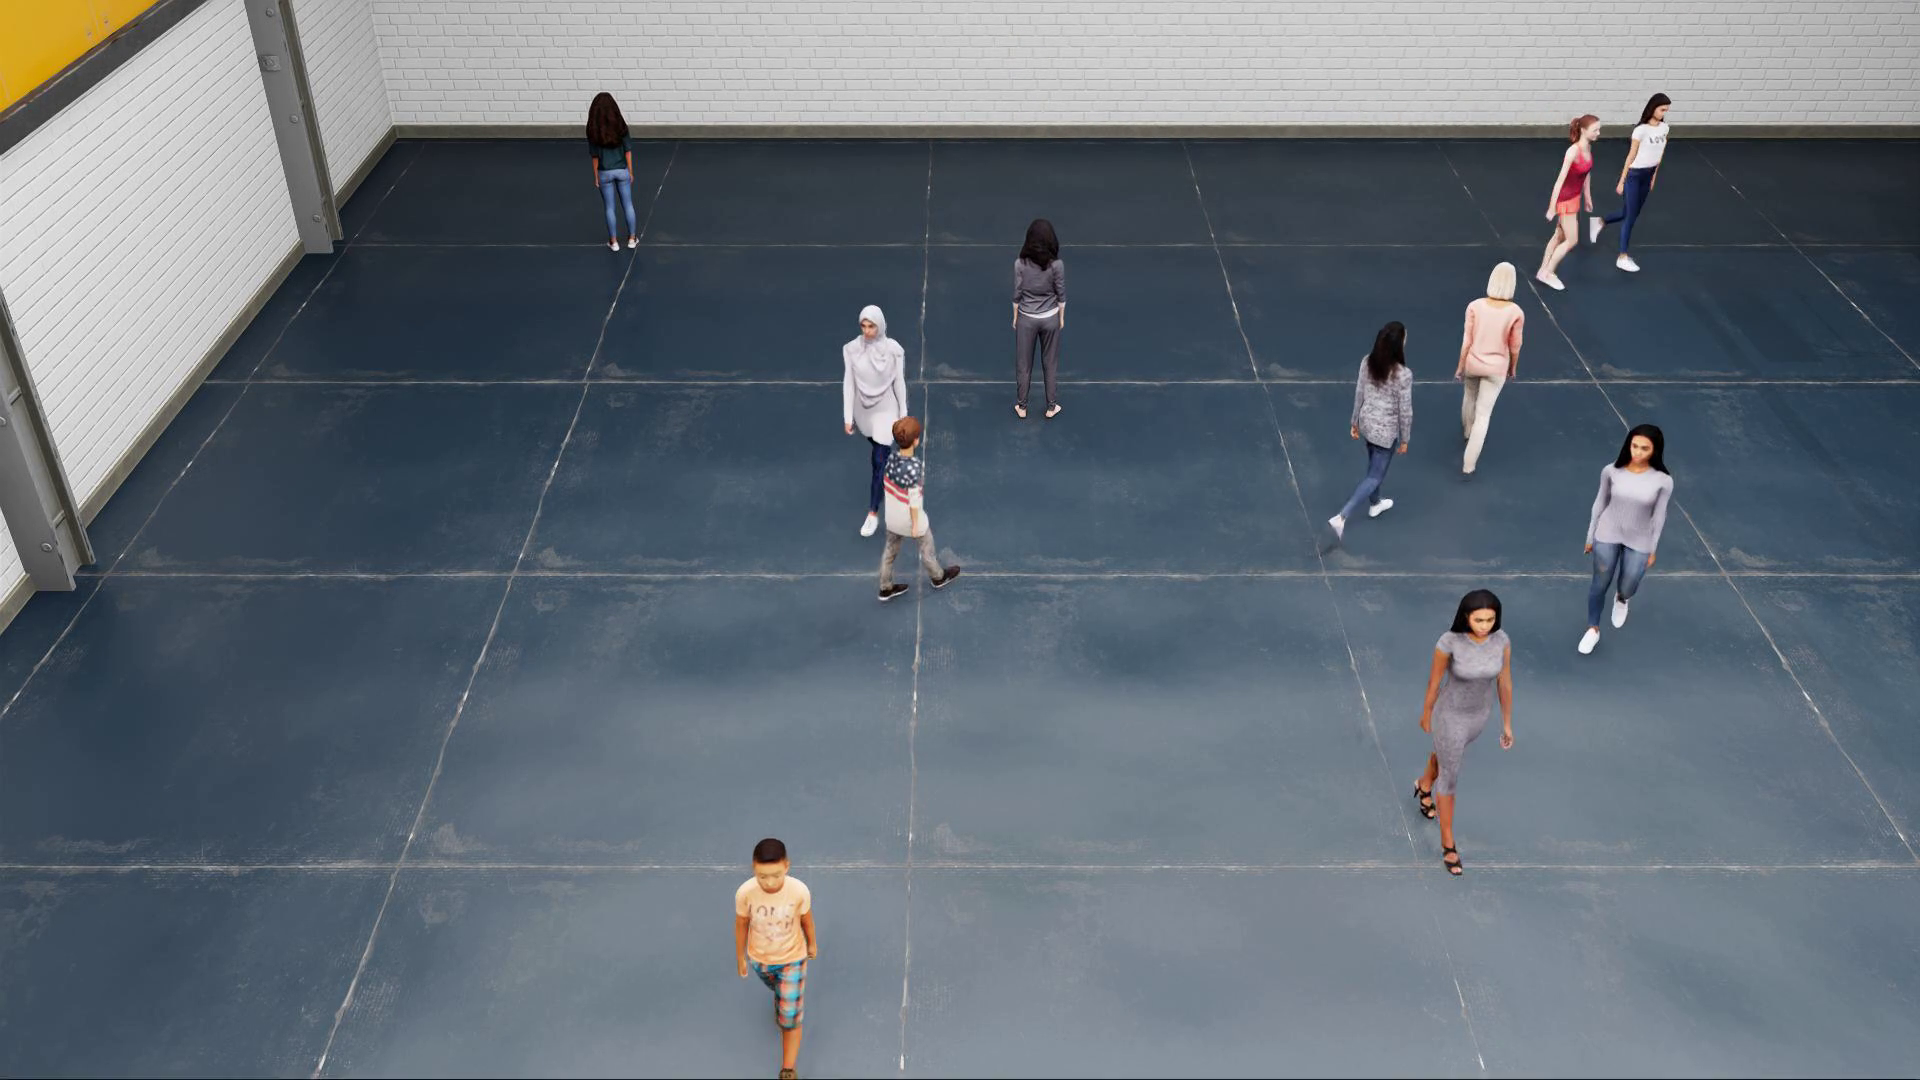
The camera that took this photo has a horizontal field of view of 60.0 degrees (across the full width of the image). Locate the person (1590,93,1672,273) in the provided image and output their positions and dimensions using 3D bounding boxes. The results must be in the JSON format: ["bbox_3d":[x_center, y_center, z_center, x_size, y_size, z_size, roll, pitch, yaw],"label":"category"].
[{"bbox_3d":[6.624,-3.575,16.449,0.917,1.754,1.107,-16,37,-22],"label":"person"}]

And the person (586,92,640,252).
[{"bbox_3d":[-3.504,-3.720,16.792,0.663,1.617,0.673,-9,35,-13],"label":"person"}]

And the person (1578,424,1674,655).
[{"bbox_3d":[4.467,-0.038,11.154,0.816,1.725,0.905,18,38,25],"label":"person"}]

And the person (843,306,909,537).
[{"bbox_3d":[-0.614,-0.990,12.586,0.834,1.726,1.234,9,35,13],"label":"person"}]

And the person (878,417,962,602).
[{"bbox_3d":[-0.437,-0.179,11.645,0.888,1.416,0.864,-24,41,-32],"label":"person"}]

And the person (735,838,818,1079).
[{"bbox_3d":[-0.912,2.021,8.324,0.537,1.428,0.984,0,34,0],"label":"person"}]

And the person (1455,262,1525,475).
[{"bbox_3d":[4.140,-1.320,13.125,0.921,1.679,1.234,13,36,19],"label":"person"}]

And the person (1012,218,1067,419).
[{"bbox_3d":[0.651,-1.824,13.805,0.600,1.765,0.520,2,34,3],"label":"person"}]

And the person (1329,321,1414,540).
[{"bbox_3d":[3.043,-0.786,12.297,1.140,1.705,1.128,-25,41,-33],"label":"person"}]

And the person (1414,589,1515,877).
[{"bbox_3d":[2.843,0.975,9.606,0.740,1.751,1.044,-7,34,-11],"label":"person"}]

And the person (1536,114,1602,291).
[{"bbox_3d":[5.776,-3.277,16.019,0.785,1.734,0.718,23,40,30],"label":"person"}]
